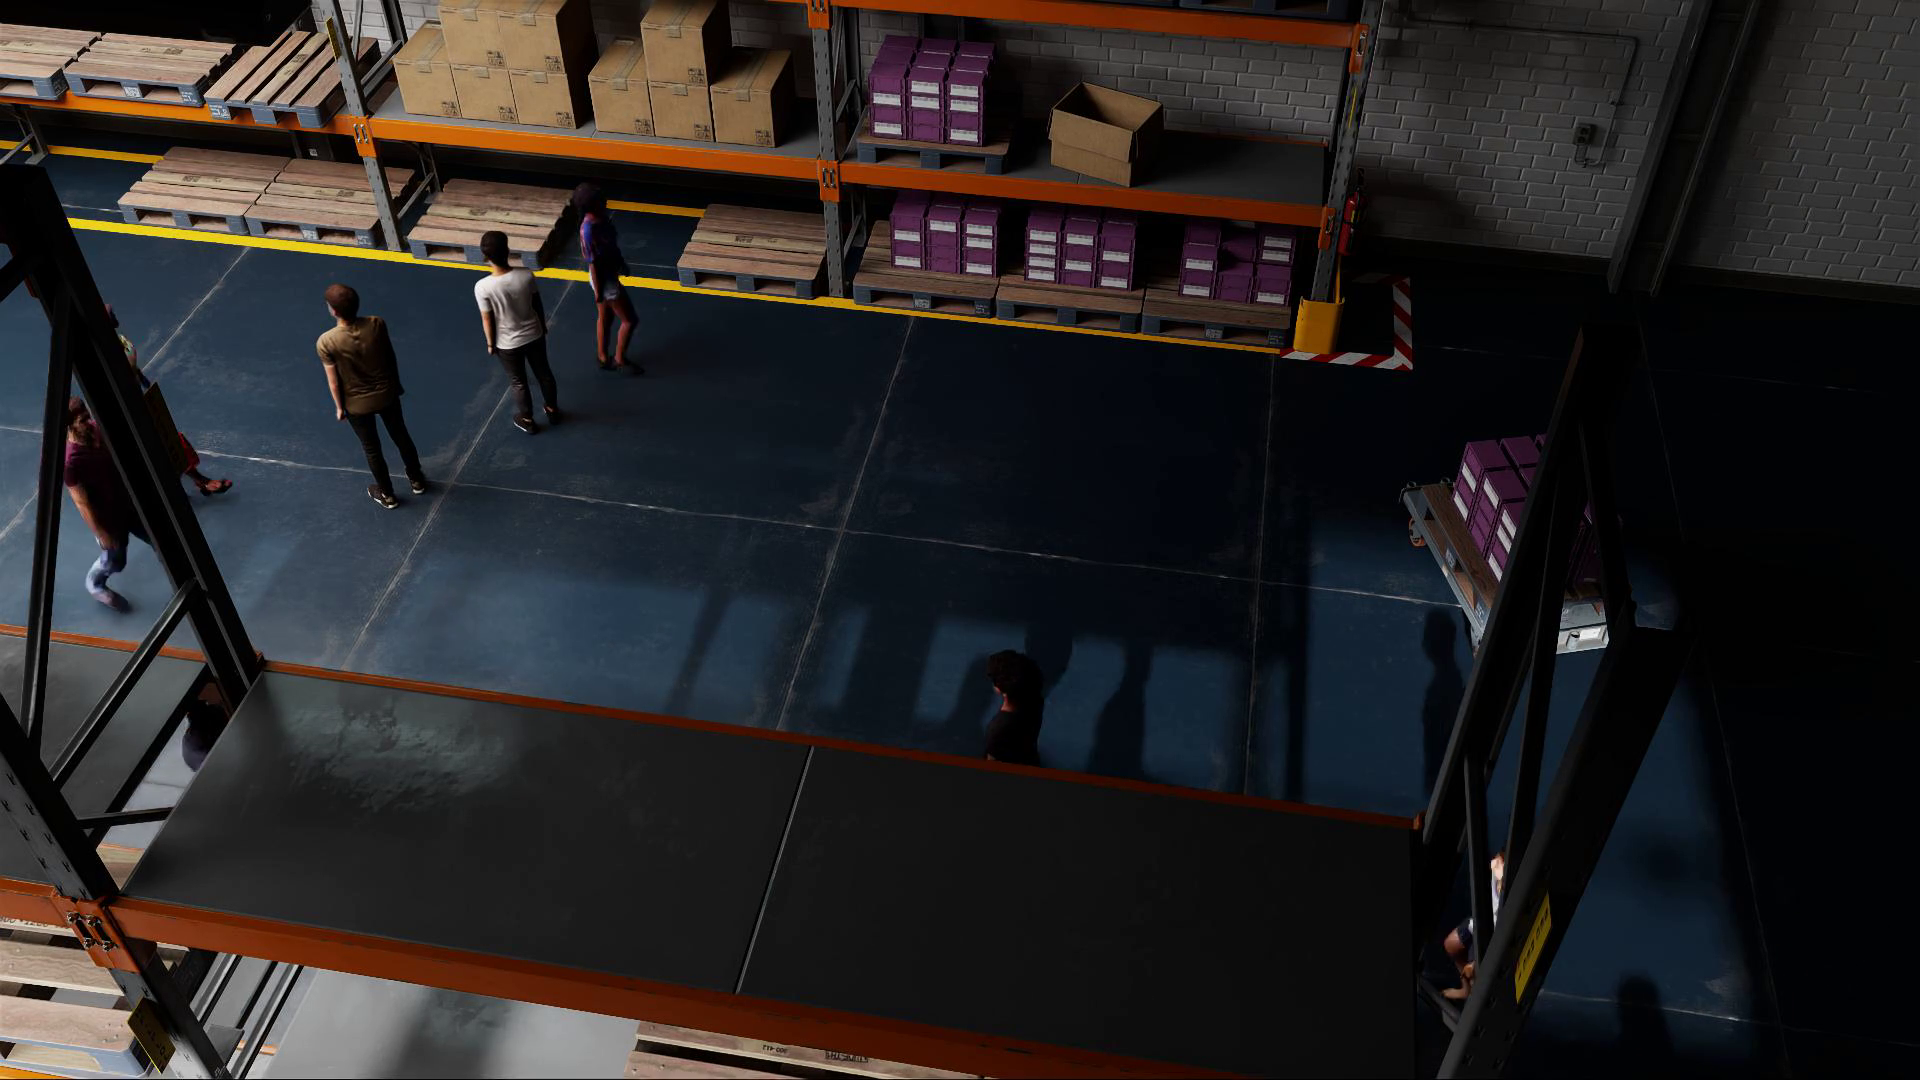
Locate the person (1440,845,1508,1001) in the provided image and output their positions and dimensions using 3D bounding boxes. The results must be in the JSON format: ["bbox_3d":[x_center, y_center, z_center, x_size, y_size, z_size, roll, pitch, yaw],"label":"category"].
[{"bbox_3d":[2.849,2.096,8.676,0.610,1.553,0.611,11,45,12],"label":"person"}]

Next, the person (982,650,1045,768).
[{"bbox_3d":[0.333,1.328,9.332,0.817,1.760,0.742,20,47,20],"label":"person"}]

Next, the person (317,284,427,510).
[{"bbox_3d":[-4.162,-1.017,11.729,0.744,1.850,0.782,-30,51,-28],"label":"person"}]

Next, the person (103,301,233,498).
[{"bbox_3d":[-5.928,-0.901,11.673,1.061,1.759,0.887,-13,45,-14],"label":"person"}]

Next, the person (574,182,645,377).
[{"bbox_3d":[-2.830,-1.996,12.844,0.722,1.728,0.679,-5,44,-5],"label":"person"}]

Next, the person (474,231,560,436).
[{"bbox_3d":[-3.290,-1.536,12.370,0.692,1.717,0.755,-25,49,-24],"label":"person"}]
